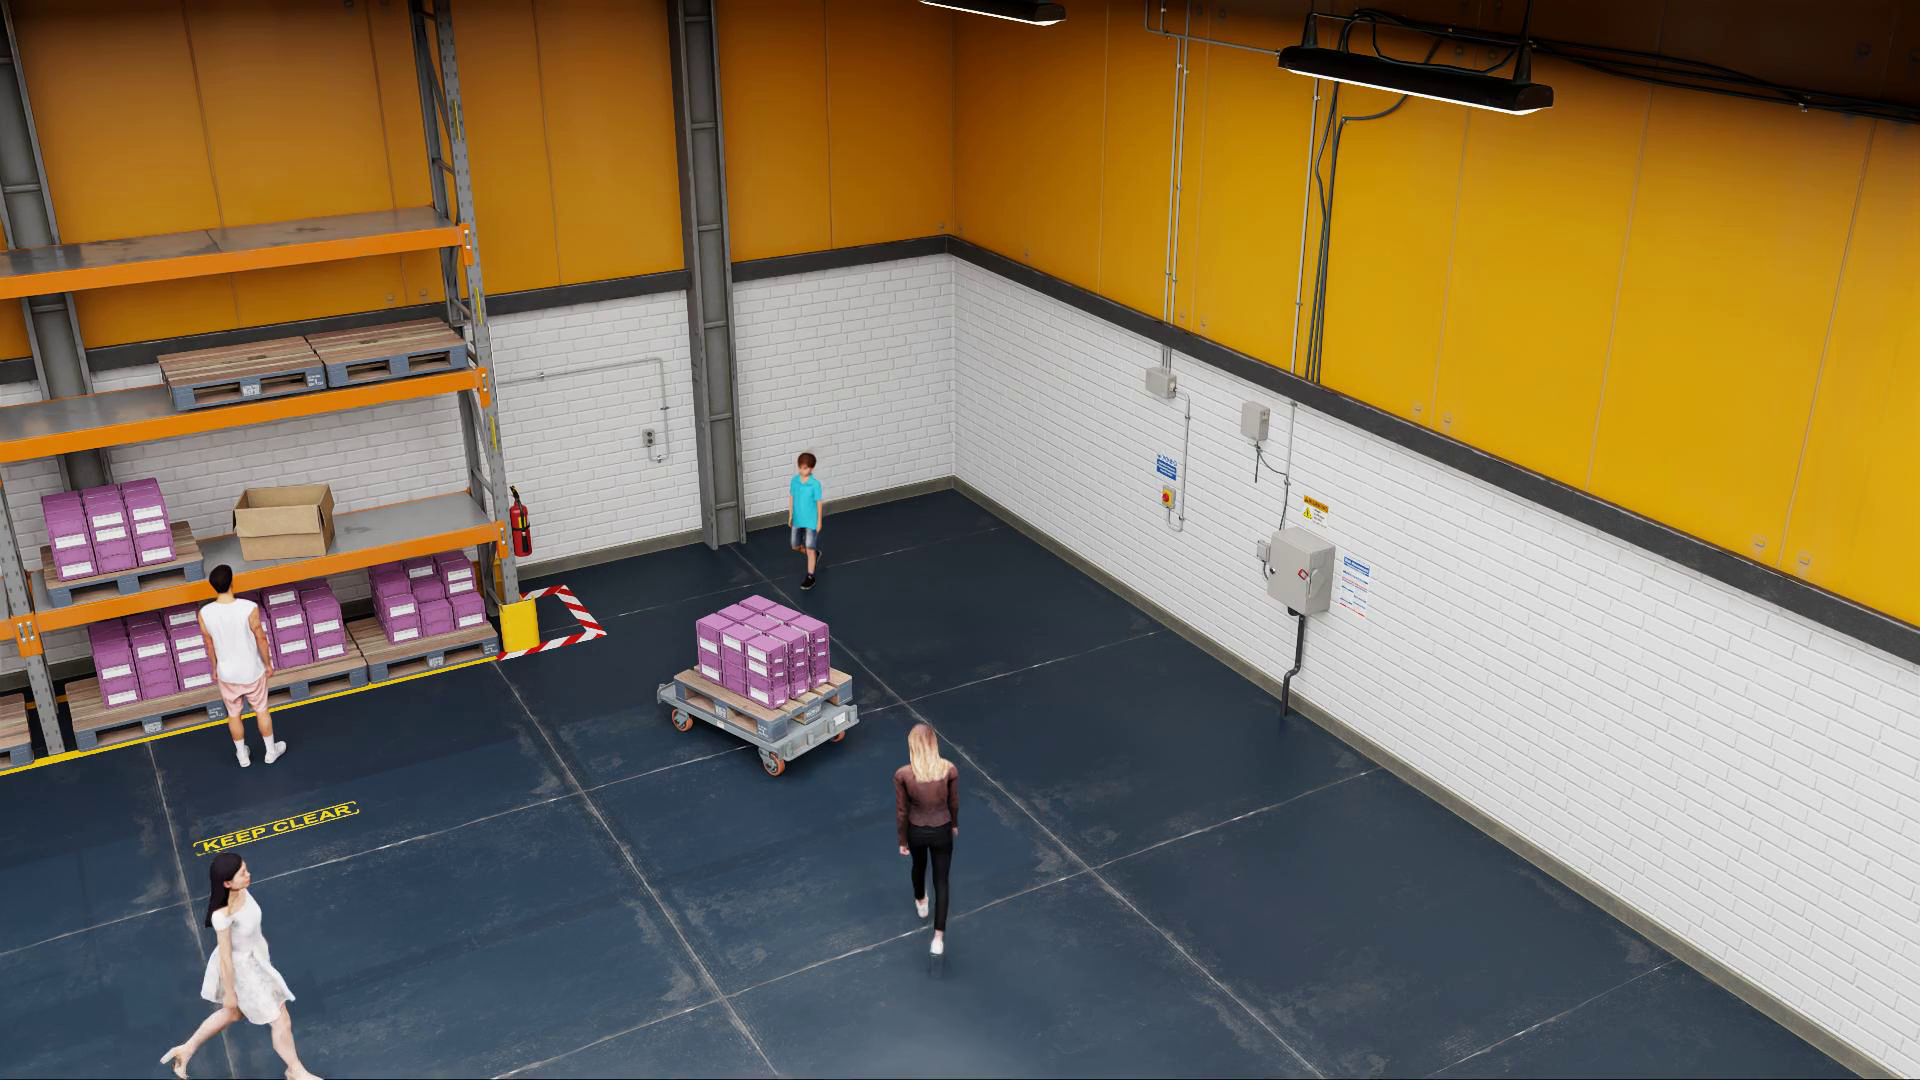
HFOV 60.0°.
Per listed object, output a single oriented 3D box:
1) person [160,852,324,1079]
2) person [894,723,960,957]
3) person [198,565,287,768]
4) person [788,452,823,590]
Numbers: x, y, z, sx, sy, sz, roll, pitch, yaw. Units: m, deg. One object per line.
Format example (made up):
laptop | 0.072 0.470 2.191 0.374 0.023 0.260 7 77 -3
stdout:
person | -4.435 2.679 10.093 1.225 1.738 0.883 -4 24 -9
person | -0.202 2.092 11.521 1.130 1.669 1.020 0 24 -1
person | -5.965 1.048 13.759 0.622 1.789 0.768 -4 24 -10
person | -1.556 -0.239 17.139 0.731 1.440 0.836 13 27 27
